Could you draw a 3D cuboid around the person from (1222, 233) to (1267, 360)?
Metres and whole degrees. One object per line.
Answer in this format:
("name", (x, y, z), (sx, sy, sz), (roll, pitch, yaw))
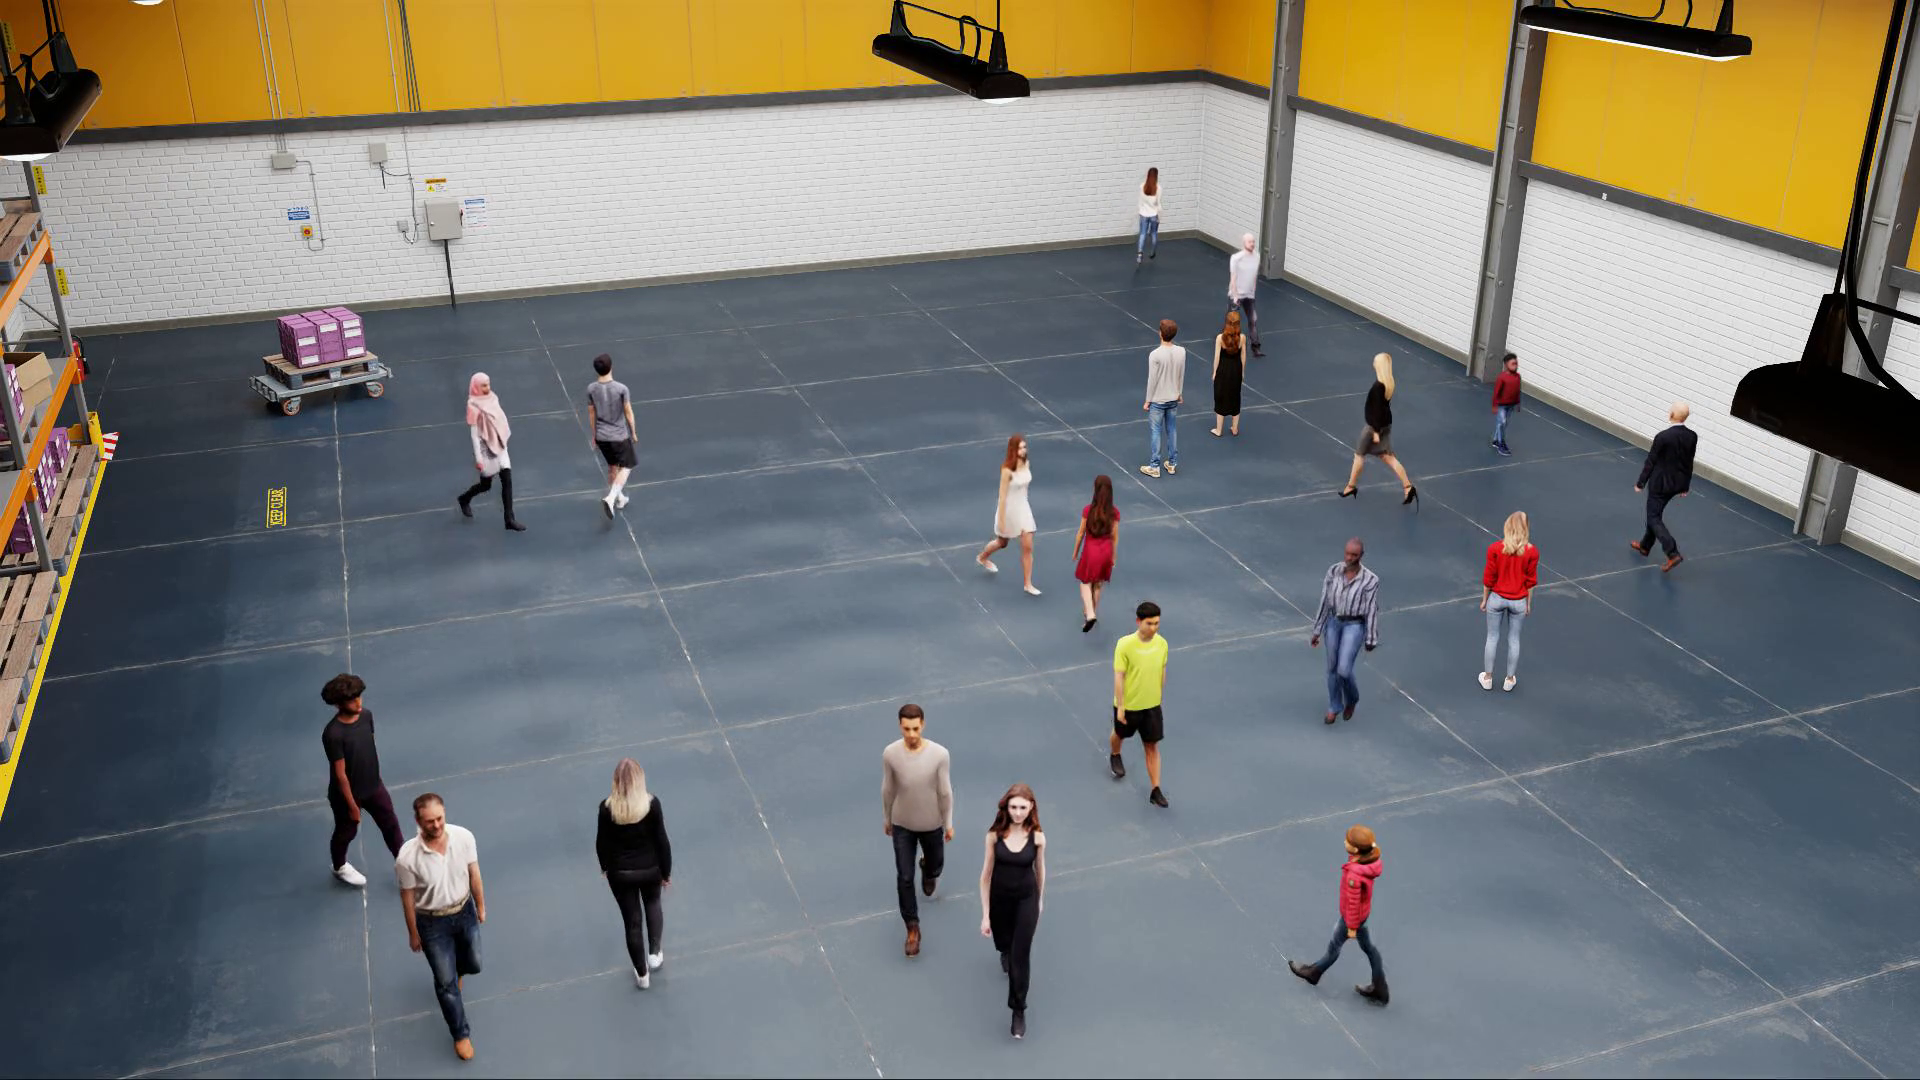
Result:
("person", (4.033, -3.550, 24.118), (0.691, 1.790, 1.155), (-9, 25, -19))

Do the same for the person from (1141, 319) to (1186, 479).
("person", (2.418, -1.680, 19.699), (0.690, 1.903, 0.592), (-11, 26, -24))

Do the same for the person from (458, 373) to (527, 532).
("person", (-5.211, -0.958, 18.202), (1.164, 1.779, 1.103), (11, 26, 23))

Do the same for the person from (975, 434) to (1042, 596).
("person", (0.487, -0.292, 16.814), (0.851, 1.672, 1.191), (-19, 30, -36))

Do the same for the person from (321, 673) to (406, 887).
("person", (-4.433, 1.760, 12.030), (1.140, 1.744, 1.099), (9, 25, 20))

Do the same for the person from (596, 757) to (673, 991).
("person", (-2.138, 2.254, 10.989), (0.650, 1.672, 0.637), (-7, 24, -15))

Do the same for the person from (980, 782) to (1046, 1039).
("person", (0.341, 2.295, 10.841), (0.872, 1.715, 1.180), (1, 24, 3))

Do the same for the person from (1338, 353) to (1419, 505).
("person", (4.808, -1.199, 18.723), (1.232, 1.804, 1.070), (15, 28, 31))

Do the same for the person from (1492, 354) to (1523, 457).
("person", (6.718, -1.717, 20.608), (0.533, 1.243, 0.660), (-10, 26, -22))

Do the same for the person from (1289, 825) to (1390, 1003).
("person", (2.670, 2.487, 10.941), (0.970, 1.283, 0.852), (14, 27, 30))

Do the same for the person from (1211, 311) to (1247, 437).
("person", (3.401, -2.103, 21.016), (0.608, 1.625, 0.620), (-4, 24, -8))

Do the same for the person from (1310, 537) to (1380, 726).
("person", (3.344, 0.762, 14.268), (0.751, 1.779, 0.843), (19, 30, 36))

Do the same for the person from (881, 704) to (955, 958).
("person", (-0.280, 1.920, 11.531), (0.915, 1.851, 1.152), (1, 24, 3))

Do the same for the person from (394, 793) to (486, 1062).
("person", (-3.286, 2.355, 10.552), (0.776, 1.837, 1.031), (-13, 27, -28))

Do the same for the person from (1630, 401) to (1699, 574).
("person", (7.347, -0.537, 17.242), (0.658, 1.778, 1.078), (-8, 25, -18))

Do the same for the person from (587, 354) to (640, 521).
("person", (-3.895, -1.128, 18.507), (0.992, 1.847, 1.134), (5, 24, 11))

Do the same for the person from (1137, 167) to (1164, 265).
("person", (3.283, -5.644, 29.058), (0.993, 1.671, 1.142), (7, 25, 15))

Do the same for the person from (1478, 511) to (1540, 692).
("person", (4.887, 0.546, 14.857), (0.690, 1.703, 0.703), (6, 24, 13))

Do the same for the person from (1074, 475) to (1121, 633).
("person", (1.323, 0.166, 15.944), (0.744, 1.530, 0.922), (-3, 24, -6))

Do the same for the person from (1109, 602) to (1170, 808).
("person", (1.380, 1.246, 13.308), (0.712, 1.662, 1.153), (-6, 24, -13))
